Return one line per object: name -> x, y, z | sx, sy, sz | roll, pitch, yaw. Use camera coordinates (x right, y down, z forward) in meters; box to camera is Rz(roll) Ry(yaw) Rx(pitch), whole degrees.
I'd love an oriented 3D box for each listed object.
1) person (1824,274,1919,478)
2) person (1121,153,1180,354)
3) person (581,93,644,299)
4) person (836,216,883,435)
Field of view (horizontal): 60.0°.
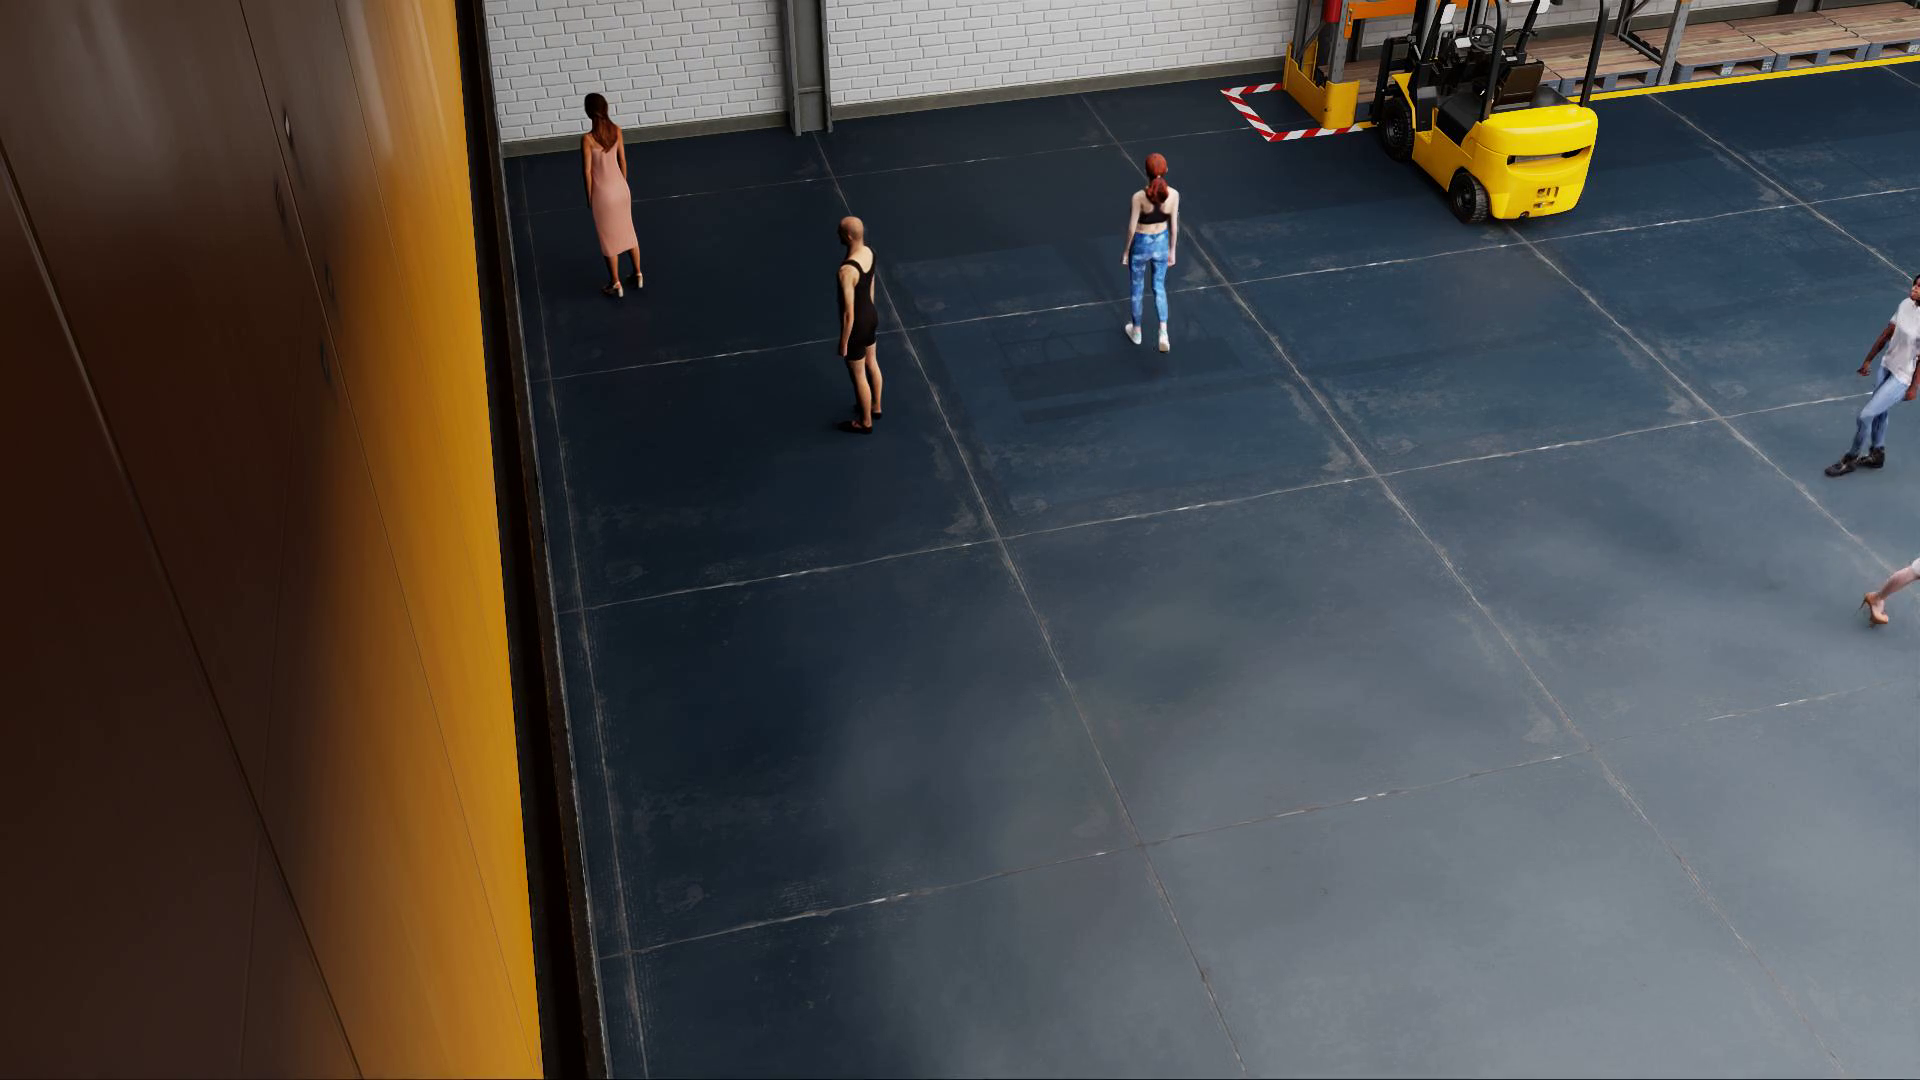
person -> 6.949, -1.207, 12.215 | 0.800, 1.705, 0.678 | -3, 39, -3
person -> 1.559, -2.276, 13.500 | 0.887, 1.771, 0.659 | -8, 39, -9
person -> -3.007, -2.969, 14.322 | 0.716, 1.830, 0.616 | 31, 48, 33
person -> -0.766, -1.631, 12.658 | 0.725, 1.815, 0.710 | 14, 41, 17
